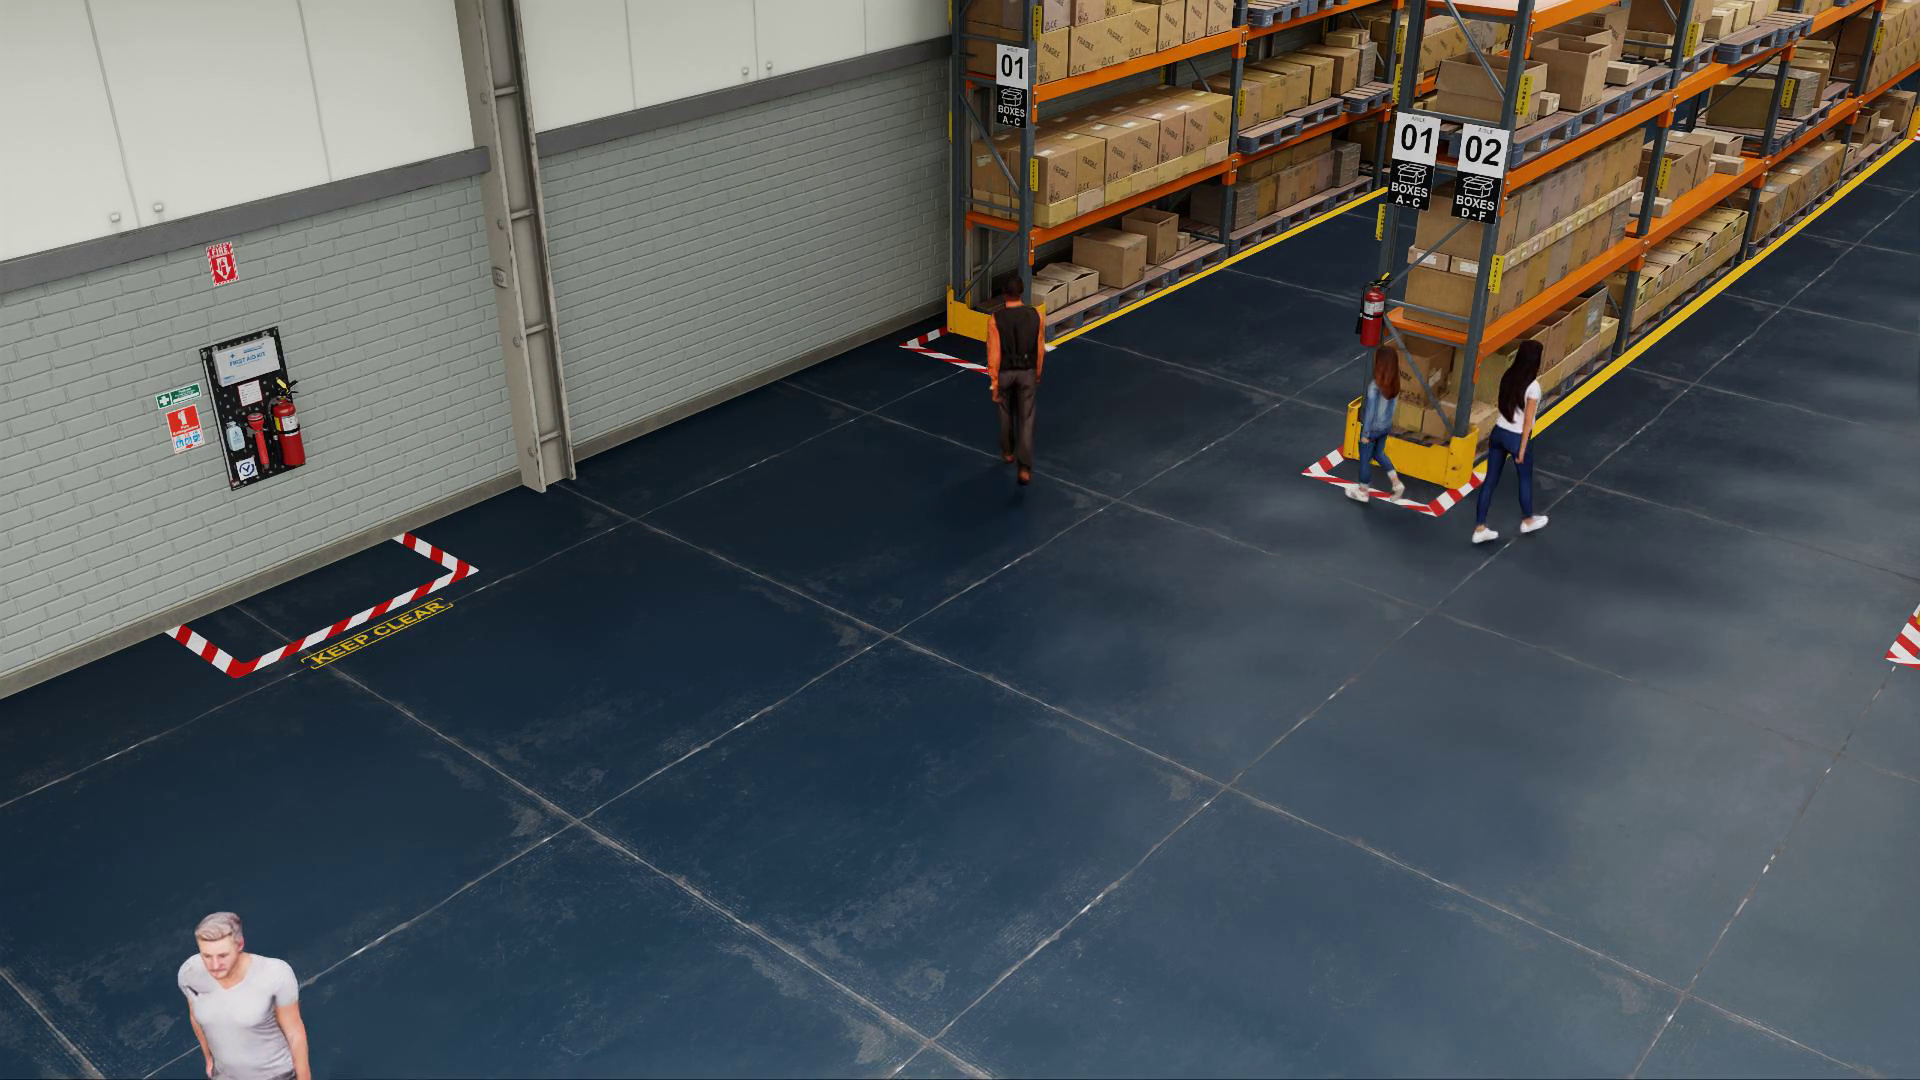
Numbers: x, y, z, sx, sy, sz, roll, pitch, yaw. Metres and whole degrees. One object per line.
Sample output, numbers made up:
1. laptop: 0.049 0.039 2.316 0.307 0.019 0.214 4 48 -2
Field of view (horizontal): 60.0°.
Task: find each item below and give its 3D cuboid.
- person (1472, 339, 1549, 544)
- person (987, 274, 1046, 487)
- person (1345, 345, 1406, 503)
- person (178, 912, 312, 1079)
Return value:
1. person: 4.446 -0.776 13.670 1.047 1.748 0.826 -14 31 -24
2. person: 0.522 -1.368 14.653 1.233 1.868 1.322 -1 28 -2
3. person: 3.651 -0.962 14.318 0.756 1.468 0.706 -22 35 -35
4. person: -3.208 2.379 7.690 1.043 1.801 1.128 1 28 2
